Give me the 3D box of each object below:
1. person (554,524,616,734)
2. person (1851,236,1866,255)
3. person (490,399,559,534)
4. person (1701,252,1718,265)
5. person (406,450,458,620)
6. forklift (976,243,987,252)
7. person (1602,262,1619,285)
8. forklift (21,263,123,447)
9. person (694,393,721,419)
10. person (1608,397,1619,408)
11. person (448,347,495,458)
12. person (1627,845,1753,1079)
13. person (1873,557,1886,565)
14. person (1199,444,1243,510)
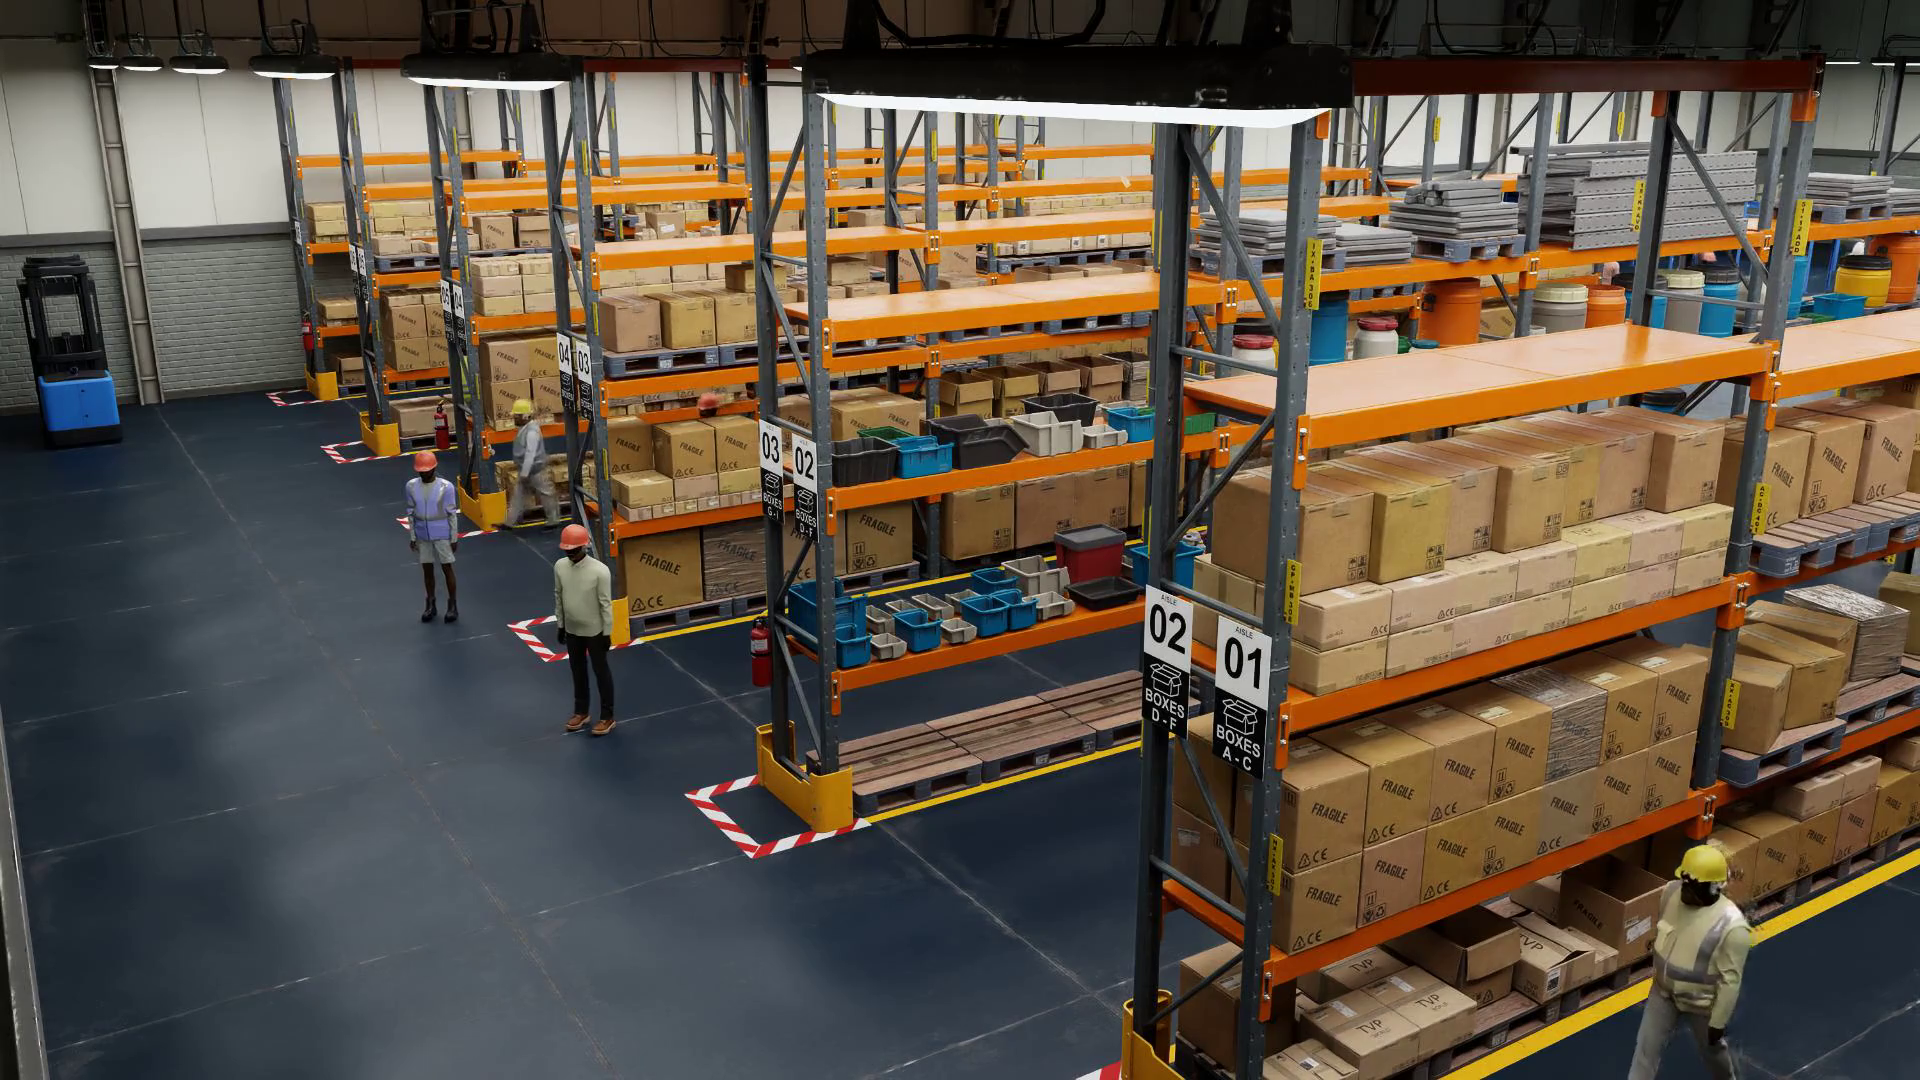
[{"bbox_3d":[-3.439,0.803,14.420,0.615,1.987,0.407,8,19,23],"label":"person"},{"bbox_3d":[22.318,-6.697,38.987,0.787,2.000,0.701,10,20,30],"label":"person"},{"bbox_3d":[-5.657,-0.921,20.386,0.901,1.788,0.602,-9,19,-28],"label":"person"},{"bbox_3d":[16.023,-5.256,34.291,1.090,1.991,0.623,-2,17,-8],"label":"person"},{"bbox_3d":[-5.786,-0.054,17.330,0.545,1.929,0.389,1,17,4],"label":"person"},{"bbox_3d":[0.988,-5.474,34.718,1.214,2.155,2.313,-10,20,-31],"label":"forklift"},{"bbox_3d":[14.659,-5.690,35.856,0.400,1.900,0.643,-12,21,-35],"label":"person"},{"bbox_3d":[-14.518,-3.079,25.708,1.129,2.768,1.873,-10,20,-31],"label":"forklift"},{"bbox_3d":[-3.140,-0.855,19.845,1.035,1.985,0.620,-13,22,-37],"label":"person"},{"bbox_3d":[9.878,-2.026,23.777,0.378,1.932,0.551,11,20,32],"label":"person"},{"bbox_3d":[-7.570,-2.196,24.493,0.624,1.845,0.430,1,17,2],"label":"person"},{"bbox_3d":[4.204,2.551,9.024,0.915,1.792,0.607,-7,18,-23],"label":"person"},{"bbox_3d":[11.476,-0.644,19.295,0.942,1.907,0.665,-5,18,-16],"label":"person"},{"bbox_3d":[3.275,-0.809,19.794,0.568,1.926,0.682,-8,19,-24],"label":"person"}]
